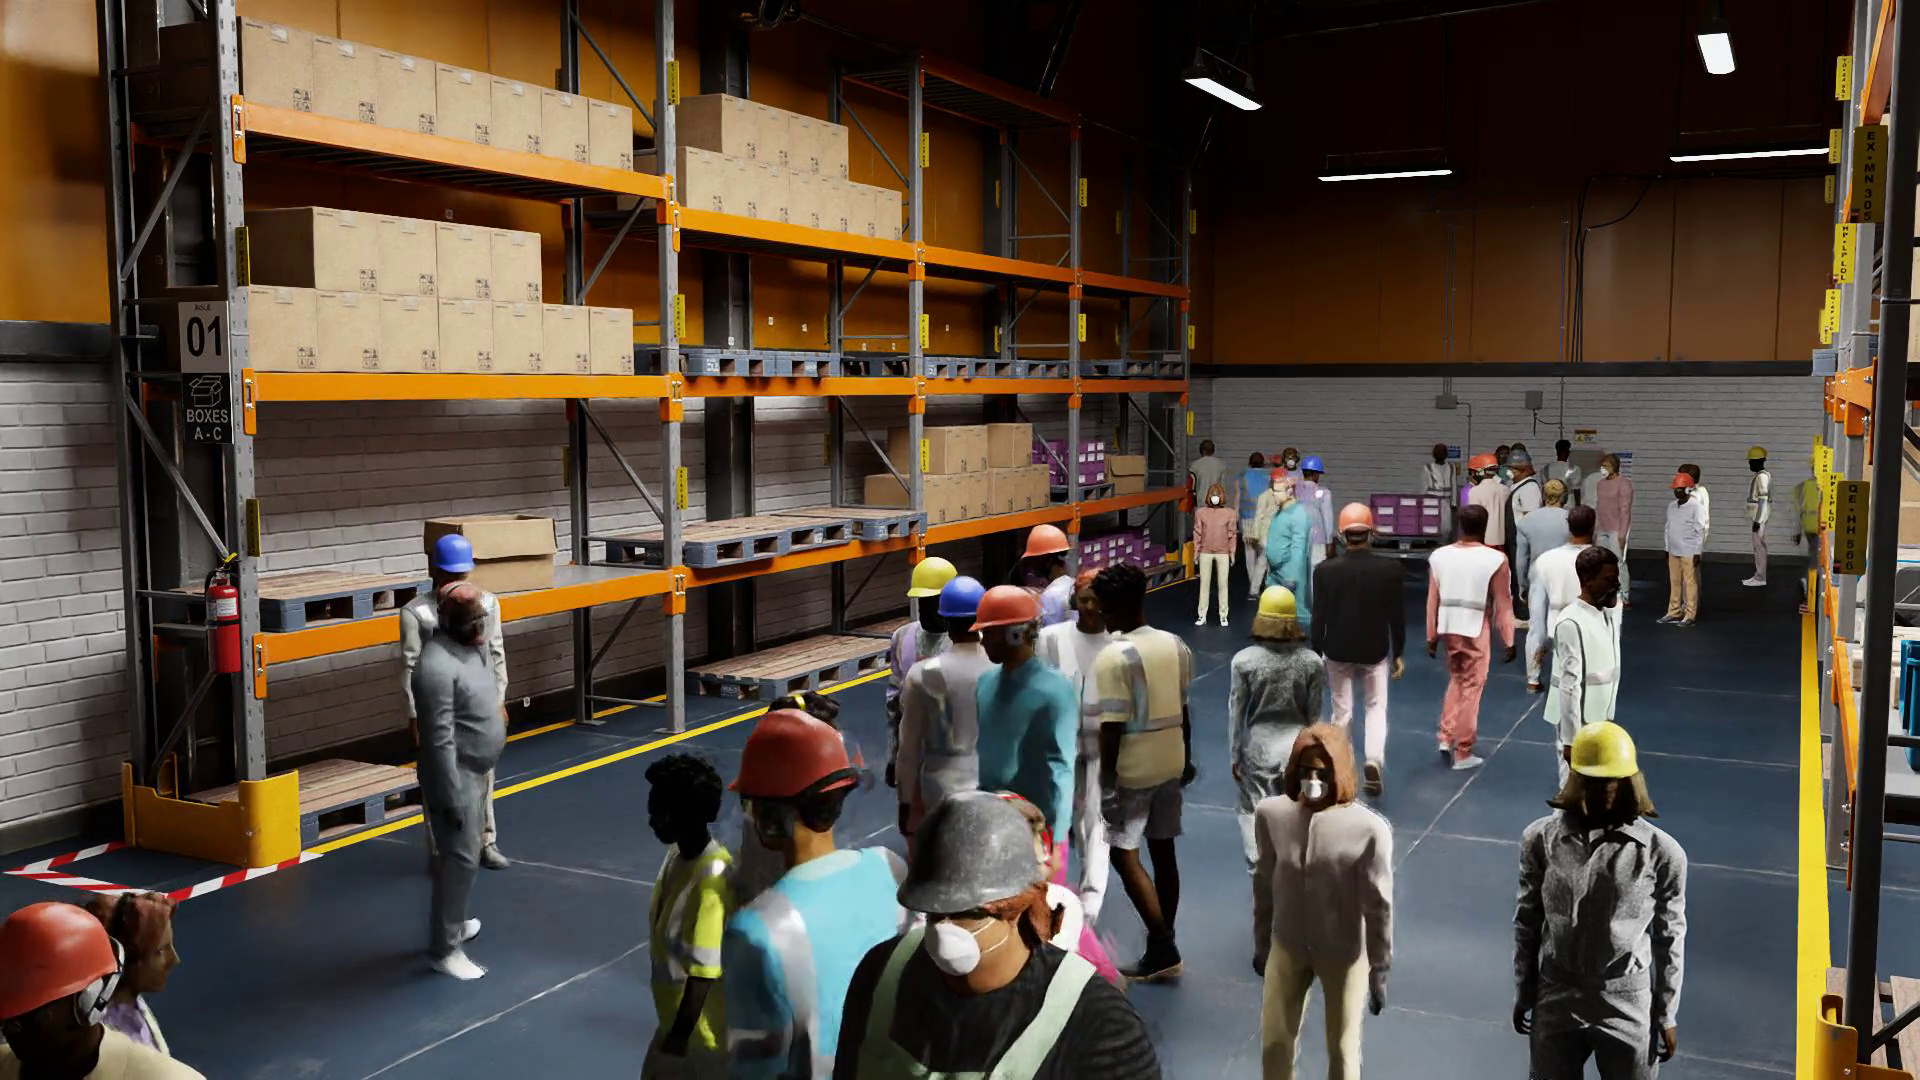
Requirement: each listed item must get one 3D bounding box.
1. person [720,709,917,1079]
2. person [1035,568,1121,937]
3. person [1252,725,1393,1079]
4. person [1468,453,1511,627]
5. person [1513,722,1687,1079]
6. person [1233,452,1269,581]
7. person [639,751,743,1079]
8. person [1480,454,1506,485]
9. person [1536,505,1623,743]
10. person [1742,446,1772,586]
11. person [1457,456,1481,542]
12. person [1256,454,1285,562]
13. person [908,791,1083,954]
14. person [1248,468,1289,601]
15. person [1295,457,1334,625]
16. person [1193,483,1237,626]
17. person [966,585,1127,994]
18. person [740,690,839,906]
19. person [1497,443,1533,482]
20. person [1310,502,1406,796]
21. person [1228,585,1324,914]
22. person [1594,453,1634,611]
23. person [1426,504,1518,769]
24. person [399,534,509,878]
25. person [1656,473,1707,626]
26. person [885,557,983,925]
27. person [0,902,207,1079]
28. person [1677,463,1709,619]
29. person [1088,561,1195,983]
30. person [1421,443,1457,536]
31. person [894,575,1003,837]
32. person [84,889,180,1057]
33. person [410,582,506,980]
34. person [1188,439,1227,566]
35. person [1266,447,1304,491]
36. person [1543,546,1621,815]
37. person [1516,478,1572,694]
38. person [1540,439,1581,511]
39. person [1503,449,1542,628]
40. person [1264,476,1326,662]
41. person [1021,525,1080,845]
[{"bbox_3d":[-0.291,1.391,3.876,0.978,2.010,0.602,5,7,43],"label":"person"},{"bbox_3d":[0.662,1.051,8.545,0.572,1.833,1.043,2,6,18],"label":"person"},{"bbox_3d":[1.184,1.426,5.582,0.519,1.599,0.750,3,6,30],"label":"person"},{"bbox_3d":[5.943,0.011,18.803,0.623,1.992,0.396,-3,6,-28],"label":"person"},{"bbox_3d":[1.928,1.414,5.052,0.500,1.743,0.309,3,6,29],"label":"person"},{"bbox_3d":[4.140,-0.324,23.285,0.640,1.827,0.431,0,5,5],"label":"person"},{"bbox_3d":[-0.862,1.461,4.964,0.832,1.652,0.539,-3,6,-25],"label":"person"},{"bbox_3d":[7.008,-0.216,22.031,0.390,1.846,0.565,-3,6,-27],"label":"person"},{"bbox_3d":[4.391,0.702,11.808,0.616,1.907,0.454,4,7,38],"label":"person"},{"bbox_3d":[10.907,-0.323,22.761,0.371,1.923,0.594,3,6,26],"label":"person"},{"bbox_3d":[6.049,-0.026,19.555,0.374,1.929,0.542,2,6,23],"label":"person"},{"bbox_3d":[4.727,-0.425,24.969,0.473,1.720,0.592,-5,7,-41],"label":"person"},{"bbox_3d":[0.068,1.483,4.056,0.677,1.803,0.590,4,7,40],"label":"person"},{"bbox_3d":[4.001,-0.054,20.970,0.835,1.707,0.571,4,7,36],"label":"person"},{"bbox_3d":[4.005,0.016,19.048,0.602,1.938,0.401,4,7,38],"label":"person"},{"bbox_3d":[2.909,0.169,19.006,0.500,1.636,0.282,1,5,14],"label":"person"},{"bbox_3d":[0.290,1.150,6.865,0.968,1.946,0.628,-5,7,-41],"label":"person"},{"bbox_3d":[-0.476,1.367,4.874,0.335,1.873,0.520,-3,6,-26],"label":"person"},{"bbox_3d":[7.949,-0.422,23.767,0.630,1.940,0.372,-3,6,-29],"label":"person"},{"bbox_3d":[2.633,0.741,11.022,0.628,1.981,0.650,1,5,9],"label":"person"},{"bbox_3d":[1.622,1.097,8.522,0.488,1.729,0.492,0,5,1],"label":"person"},{"bbox_3d":[7.970,-0.095,20.328,0.383,1.928,0.628,-1,5,-12],"label":"person"},{"bbox_3d":[3.676,0.695,11.976,0.479,1.902,0.611,-5,7,-41],"label":"person"},{"bbox_3d":[-2.826,0.926,9.319,0.619,1.932,0.420,-5,7,-44],"label":"person"},{"bbox_3d":[8.251,0.110,19.015,0.336,1.753,0.564,-2,6,-16],"label":"person"},{"bbox_3d":[-0.110,1.041,8.083,0.585,1.927,0.366,3,6,27],"label":"person"},{"bbox_3d":[-1.759,1.571,3.300,0.573,1.749,0.342,1,5,8],"label":"person"},{"bbox_3d":[8.563,0.017,19.566,0.429,1.843,0.623,4,6,34],"label":"person"},{"bbox_3d":[0.890,1.068,7.757,0.775,1.946,0.425,-5,7,-45],"label":"person"},{"bbox_3d":[7.385,-0.568,25.724,0.629,1.869,0.506,-2,6,-17],"label":"person"},{"bbox_3d":[0.037,1.117,7.353,0.619,1.917,0.897,-2,6,-21],"label":"person"},{"bbox_3d":[-1.858,1.597,3.797,0.724,1.611,0.530,-1,5,-15],"label":"person"},{"bbox_3d":[-2.323,1.101,7.813,0.413,1.862,0.847,-1,5,-5],"label":"person"},{"bbox_3d":[3.750,-0.564,25.292,0.631,1.940,0.372,-2,6,-20],"label":"person"},{"bbox_3d":[4.390,-0.278,22.208,0.627,1.940,0.377,0,5,1],"label":"person"},{"bbox_3d":[3.287,0.982,8.758,0.377,1.917,0.599,4,7,37],"label":"person"},{"bbox_3d":[5.244,0.416,14.745,0.627,1.940,0.376,5,7,42],"label":"person"},{"bbox_3d":[8.825,-0.493,24.397,0.608,1.962,0.365,5,7,45],"label":"person"},{"bbox_3d":[6.317,-0.021,18.907,0.536,2.000,0.683,1,5,6],"label":"person"},{"bbox_3d":[3.273,0.310,16.284,0.847,1.886,0.647,-1,5,-15],"label":"person"},{"bbox_3d":[0.592,0.865,10.067,0.471,1.915,0.540,2,6,24],"label":"person"}]
